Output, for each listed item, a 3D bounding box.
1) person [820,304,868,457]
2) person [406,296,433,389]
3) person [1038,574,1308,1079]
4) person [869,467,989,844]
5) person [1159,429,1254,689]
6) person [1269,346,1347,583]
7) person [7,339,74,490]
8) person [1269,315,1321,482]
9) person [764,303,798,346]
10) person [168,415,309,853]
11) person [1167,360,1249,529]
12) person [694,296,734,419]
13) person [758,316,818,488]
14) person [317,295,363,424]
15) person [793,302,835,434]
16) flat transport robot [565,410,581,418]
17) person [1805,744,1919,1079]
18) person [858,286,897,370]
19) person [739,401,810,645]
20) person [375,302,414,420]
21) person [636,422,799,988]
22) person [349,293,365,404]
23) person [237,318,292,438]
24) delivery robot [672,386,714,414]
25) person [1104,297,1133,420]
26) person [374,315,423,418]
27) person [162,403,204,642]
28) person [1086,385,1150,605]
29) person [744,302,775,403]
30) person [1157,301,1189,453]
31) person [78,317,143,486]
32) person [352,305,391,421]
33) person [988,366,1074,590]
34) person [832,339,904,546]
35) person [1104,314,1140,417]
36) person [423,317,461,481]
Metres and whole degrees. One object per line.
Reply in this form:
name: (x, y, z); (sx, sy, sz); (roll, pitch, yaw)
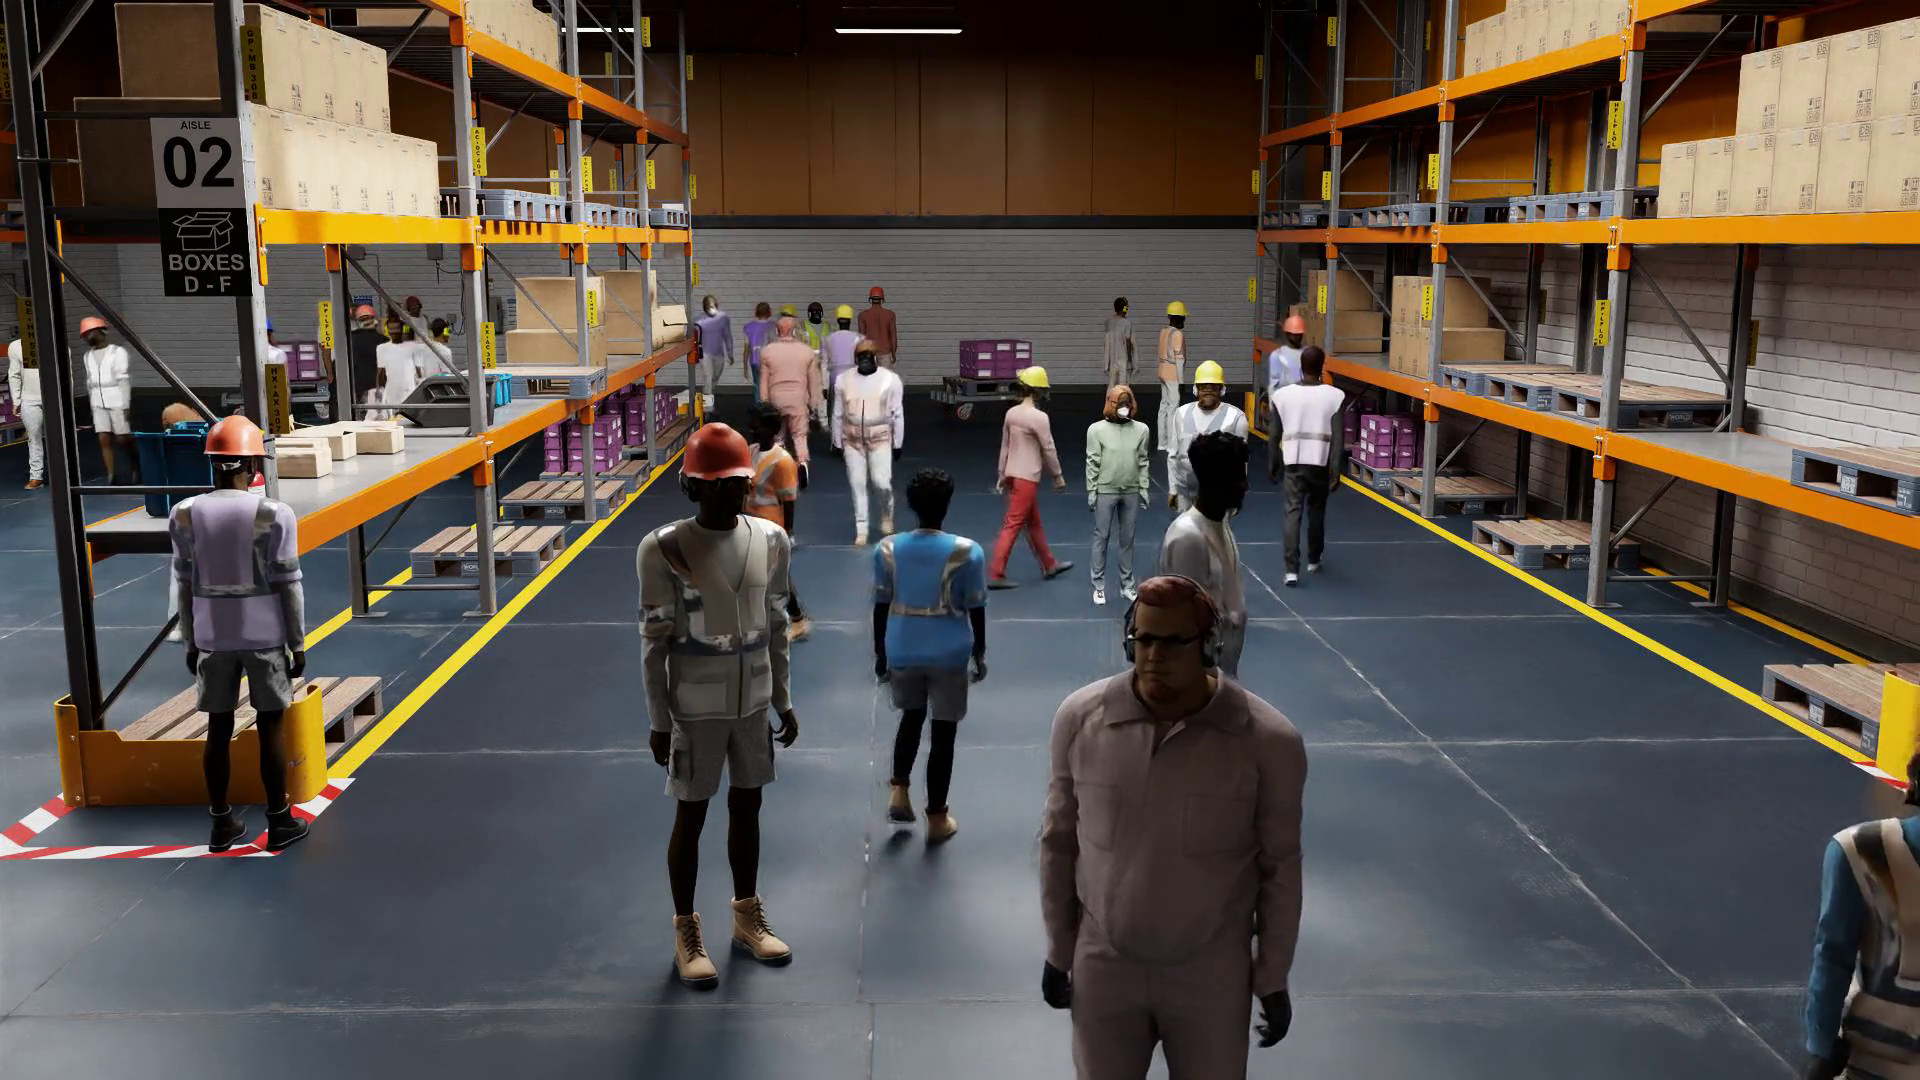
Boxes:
person: (-1.416, -1.955, 20.594); (0.595, 1.912, 0.439); (1, 10, 6)
person: (-8.265, -2.803, 25.496); (0.459, 1.847, 0.614); (7, 12, 32)
person: (0.493, 1.019, 4.042); (0.643, 1.910, 0.400); (3, 11, 19)
person: (-0.133, 0.517, 7.466); (0.532, 1.686, 0.379); (4, 11, 22)
person: (0.916, 0.495, 6.899); (0.880, 1.935, 0.615); (5, 11, 27)
person: (2.758, -0.606, 13.257); (0.600, 1.865, 1.041); (3, 10, 14)
person: (-9.943, -1.505, 18.015); (0.636, 1.939, 0.364); (-2, 10, -12)
person: (3.658, -1.513, 18.208); (0.555, 1.899, 0.953); (-3, 11, -16)
person: (-2.538, -2.492, 23.908); (0.621, 1.801, 0.651); (2, 10, 9)
person: (-3.151, 0.418, 7.335); (0.541, 1.932, 0.382); (-1, 10, -4)
person: (1.766, -0.375, 12.006); (0.596, 1.837, 0.404); (5, 12, 28)
person: (-3.857, -2.825, 25.578); (0.673, 1.892, 0.929); (-8, 13, -37)
person: (-1.855, -1.473, 18.010); (0.656, 1.886, 0.738); (-3, 11, -14)
person: (-8.059, -2.258, 21.926); (0.535, 2.000, 0.674); (5, 11, 26)
person: (-2.016, -2.403, 23.288); (0.622, 1.845, 0.429); (-5, 11, -26)
flat transport robot: (-5.388, -1.769, 24.131); (0.652, 0.197, 1.431); (3, 11, 14)
person: (2.221, 1.189, 3.878); (0.518, 1.616, 0.686); (3, 11, 15)
person: (-1.272, -2.900, 25.631); (0.609, 1.995, 0.378); (-2, 10, -9)
person: (-1.266, -0.083, 10.844); (0.749, 1.666, 0.533); (-7, 12, -33)
person: (-8.478, -2.667, 24.953); (0.642, 1.792, 0.976); (-1, 10, -8)
person: (-0.858, 0.590, 6.055); (0.609, 2.043, 0.381); (-8, 13, -37)
person: (-9.945, -3.115, 27.003); (0.627, 1.934, 0.371); (-9, 13, -41)
person: (-7.208, -1.367, 17.351); (0.624, 1.907, 0.506); (2, 10, 10)
delivery robot: (-4.005, -2.042, 24.604); (0.707, 0.478, 0.477); (-4, 11, -21)
person: (2.361, -2.681, 24.795); (0.322, 1.860, 0.523); (-10, 14, -44)
person: (-6.455, -1.647, 19.089); (0.542, 1.831, 0.884); (-1, 10, -6)
person: (-5.126, -0.108, 11.143); (0.585, 1.619, 0.344); (-1, 10, -3)
person: (1.174, -0.336, 12.356); (0.502, 1.632, 0.279); (-3, 11, -17)
person: (-2.857, -2.530, 24.075); (0.580, 1.818, 0.647); (1, 10, 4)
person: (2.715, -2.069, 21.187); (0.377, 1.929, 0.585); (-3, 11, -17)
person: (-9.174, -1.464, 17.941); (0.572, 1.877, 0.721); (1, 10, 5)
person: (-6.958, -1.814, 19.774); (0.689, 1.937, 1.033); (5, 11, 26)
person: (0.563, -0.483, 12.930); (0.875, 1.715, 0.516); (-5, 11, -26)
person: (-0.817, -0.864, 14.767); (0.632, 1.828, 0.454); (2, 10, 9)
person: (2.443, -2.598, 24.999); (0.566, 1.619, 0.622); (1, 10, 4)
person: (-5.780, -1.561, 18.608); (0.508, 1.845, 0.406); (7, 12, 35)
